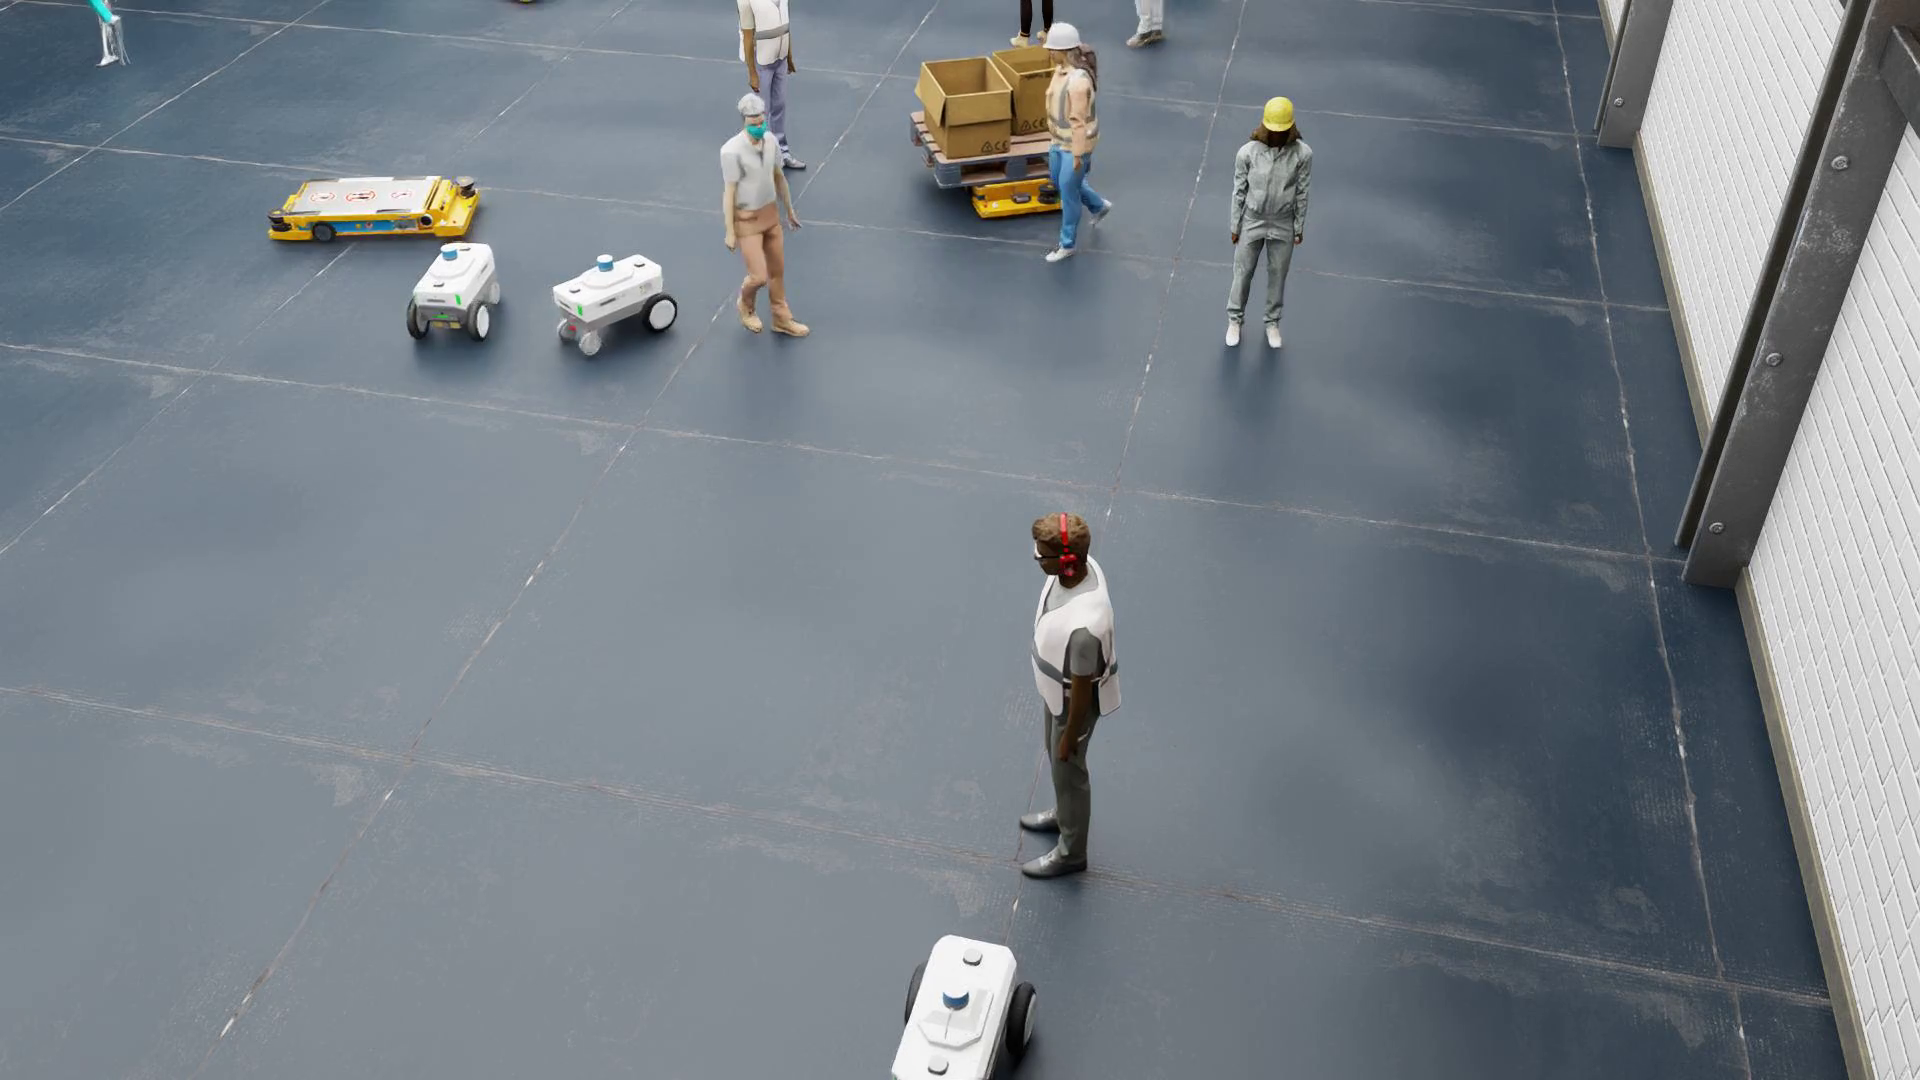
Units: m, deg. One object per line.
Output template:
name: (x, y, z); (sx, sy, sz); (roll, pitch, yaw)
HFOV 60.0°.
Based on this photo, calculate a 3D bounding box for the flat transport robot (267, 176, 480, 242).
flat transport robot: (-4.422, -2.504, 12.569); (1.431, 0.231, 0.659); (-2, 37, -3)

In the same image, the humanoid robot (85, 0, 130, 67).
humanoid robot: (-7.738, -4.987, 14.761); (0.545, 1.890, 0.739); (15, 39, 19)

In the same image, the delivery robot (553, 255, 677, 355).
delivery robot: (-2.339, -1.631, 11.142); (0.750, 0.570, 0.499); (-30, 46, -34)

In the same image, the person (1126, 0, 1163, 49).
person: (1.688, -5.442, 15.164); (0.612, 1.866, 0.572); (-14, 39, -18)

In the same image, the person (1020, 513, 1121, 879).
person: (0.464, 0.655, 7.040); (0.412, 1.830, 0.574); (-3, 37, -4)

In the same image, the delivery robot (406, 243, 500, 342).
delivery robot: (-3.415, -1.684, 11.249); (0.499, 0.614, 0.791); (4, 37, 5)

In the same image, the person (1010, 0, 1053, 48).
person: (0.678, -5.335, 15.164); (0.535, 1.696, 0.318); (-19, 41, -24)

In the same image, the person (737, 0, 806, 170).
person: (-1.489, -3.697, 12.859); (0.396, 1.838, 0.558); (19, 41, 24)

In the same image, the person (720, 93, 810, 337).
person: (-1.301, -2.072, 10.771); (0.387, 1.724, 0.569); (25, 44, 30)

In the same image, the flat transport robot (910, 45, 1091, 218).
flat transport robot: (0.295, -2.951, 13.168); (0.659, 0.231, 1.431); (-9, 38, -12)

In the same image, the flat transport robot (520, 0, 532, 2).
flat transport robot: (-4.233, -5.845, 17.041); (0.659, 0.231, 1.431); (18, 40, 22)

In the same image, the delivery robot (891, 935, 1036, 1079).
delivery robot: (-0.017, 1.899, 6.448); (0.517, 0.605, 0.777); (9, 38, 12)

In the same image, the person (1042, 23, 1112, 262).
person: (0.866, -2.848, 11.832); (0.622, 1.703, 0.526); (-14, 39, -18)

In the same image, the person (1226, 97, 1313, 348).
person: (1.981, -2.027, 10.710); (0.485, 1.735, 0.340); (0, 37, 1)
